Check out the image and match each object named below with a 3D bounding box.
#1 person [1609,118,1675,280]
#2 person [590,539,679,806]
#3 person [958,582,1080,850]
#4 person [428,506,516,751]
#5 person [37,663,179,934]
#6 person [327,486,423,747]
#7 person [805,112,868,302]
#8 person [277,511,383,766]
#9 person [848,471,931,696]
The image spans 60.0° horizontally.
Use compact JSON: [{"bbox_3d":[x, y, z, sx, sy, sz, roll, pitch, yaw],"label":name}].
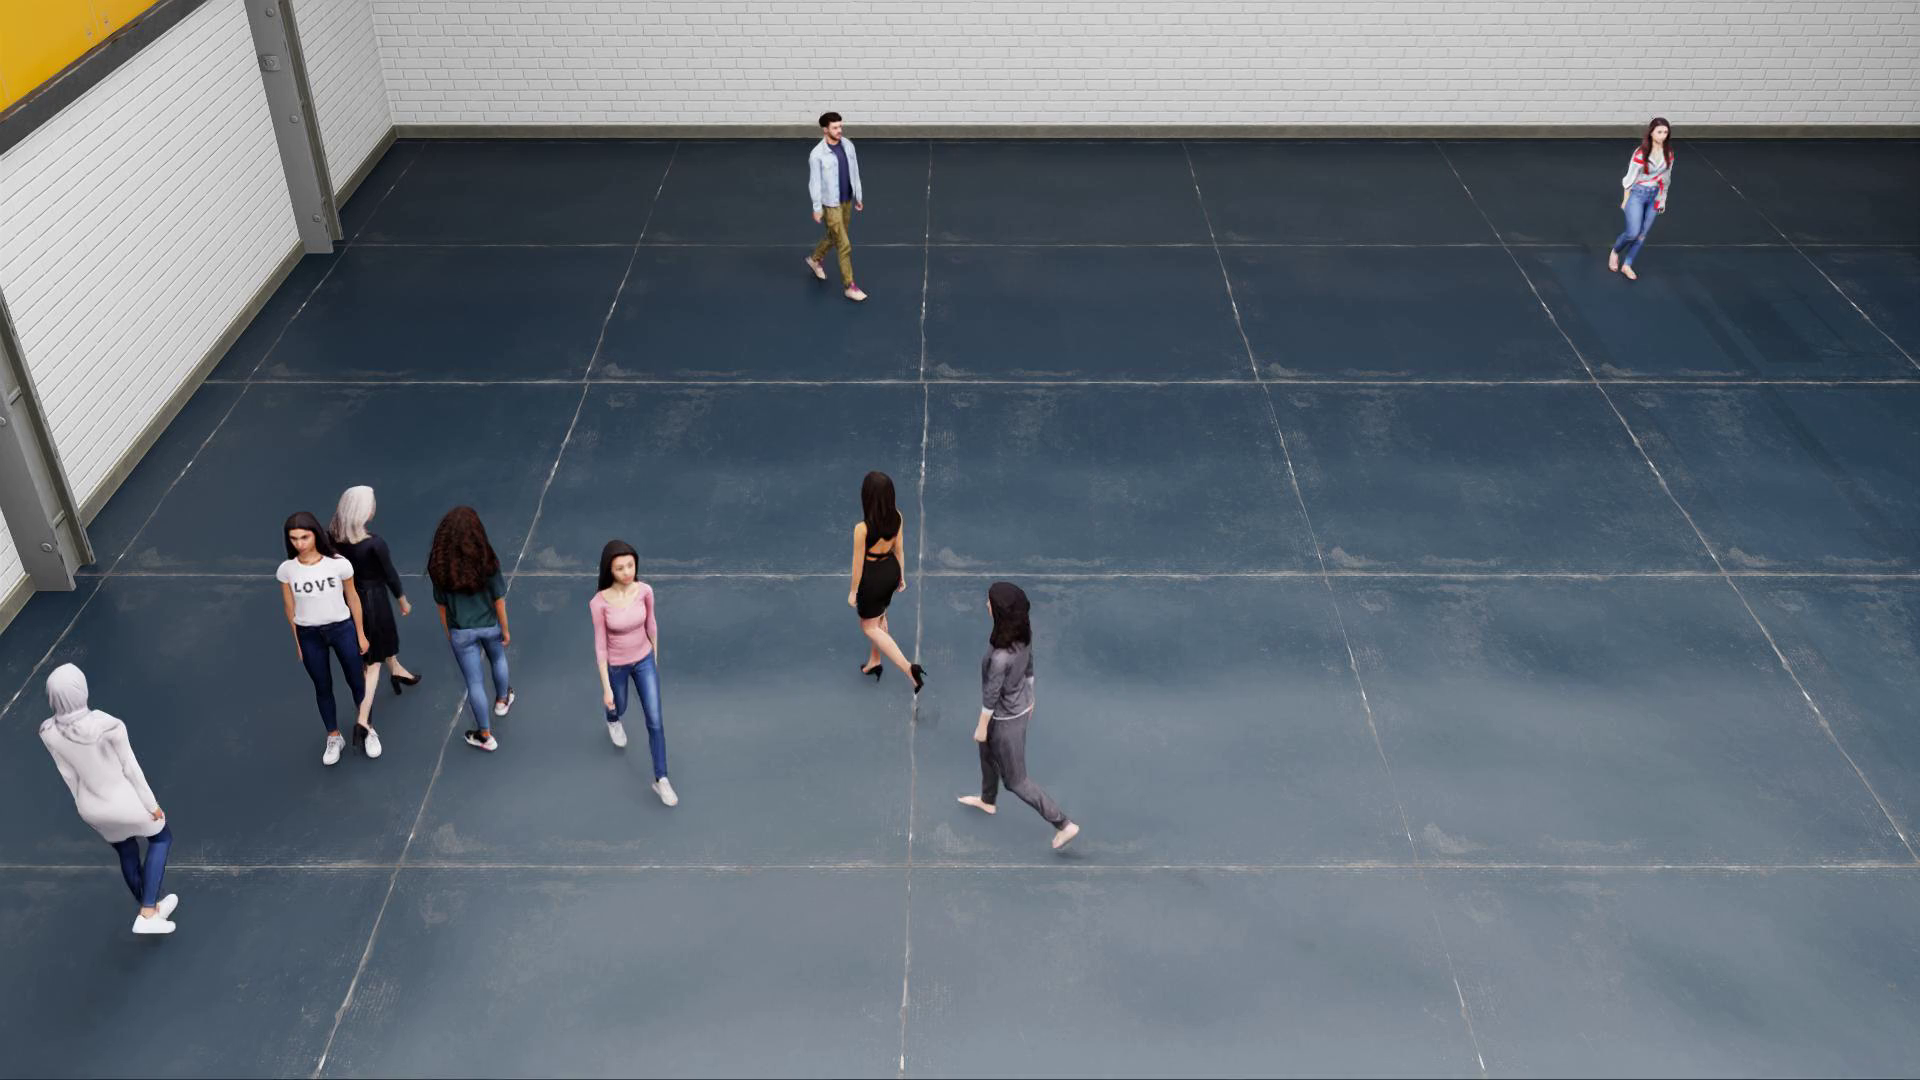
[{"bbox_3d":[6.648,-3.361,16.263,0.646,1.604,0.663,-6,34,-9],"label":"person"},{"bbox_3d":[-2.036,0.729,10.018,0.940,1.705,1.193,-16,37,-23],"label":"person"},{"bbox_3d":[0.358,1.041,9.526,0.923,1.730,1.078,13,36,19],"label":"person"},{"bbox_3d":[-3.029,0.574,10.358,0.732,1.588,0.889,-13,36,-18],"label":"person"},{"bbox_3d":[-4.538,1.472,8.849,0.640,1.763,0.685,4,34,6],"label":"person"},{"bbox_3d":[-3.700,0.494,10.371,0.896,1.706,1.116,11,35,16],"label":"person"},{"bbox_3d":[-1.239,-3.224,15.901,1.218,1.776,1.177,26,42,34],"label":"person"},{"bbox_3d":[-3.857,0.589,10.166,0.636,1.775,0.597,-8,34,-12],"label":"person"},{"bbox_3d":[-0.475,0.330,10.684,0.904,1.633,0.957,-29,43,-36],"label":"person"}]
